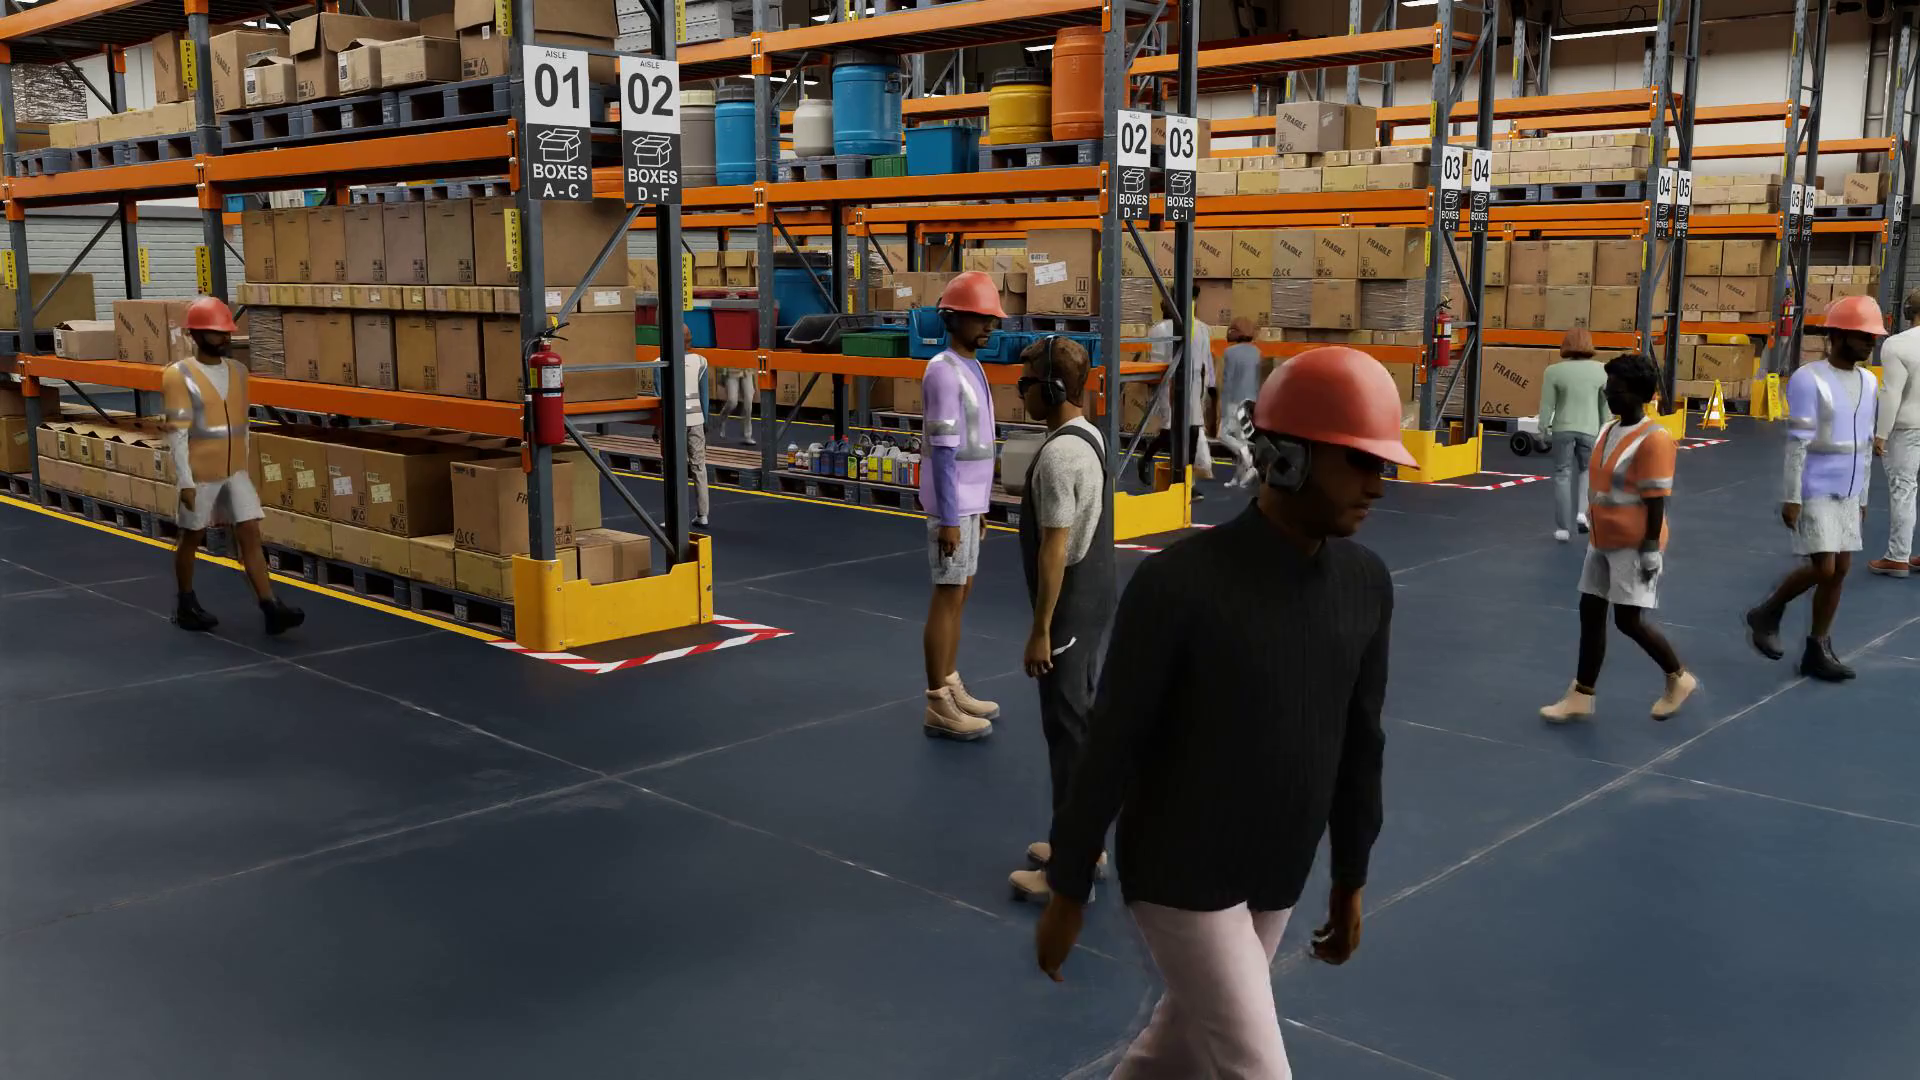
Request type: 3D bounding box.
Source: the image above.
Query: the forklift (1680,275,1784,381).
[{"bbox_3d":[12.480,-3.427,27.053,1.214,2.155,2.313,9,13,43],"label":"forklift"}]

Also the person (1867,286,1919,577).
[{"bbox_3d":[6.408,-0.724,11.143,0.629,1.936,0.371,-2,9,-9],"label":"person"}]

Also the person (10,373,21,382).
[{"bbox_3d":[-13.898,-2.802,24.120,0.309,1.859,0.535,7,12,38],"label":"person"}]

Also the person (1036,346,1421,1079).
[{"bbox_3d":[0.463,0.599,3.094,0.654,1.929,0.987,-8,12,-39],"label":"person"}]

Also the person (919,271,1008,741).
[{"bbox_3d":[0.022,-0.162,7.376,0.395,2.040,0.609,2,9,12],"label":"person"}]

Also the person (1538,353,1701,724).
[{"bbox_3d":[2.993,0.008,7.436,0.598,1.689,0.547,-1,9,-6],"label":"person"}]

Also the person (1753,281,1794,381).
[{"bbox_3d":[12.490,-3.072,25.610,0.988,1.899,0.621,-1,9,-7],"label":"person"}]

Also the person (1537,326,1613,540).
[{"bbox_3d":[4.651,-0.808,12.596,0.533,1.619,0.351,2,9,12],"label":"person"}]

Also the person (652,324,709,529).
[{"bbox_3d":[-2.197,-0.899,13.121,0.523,1.638,0.310,-9,13,-43],"label":"person"}]

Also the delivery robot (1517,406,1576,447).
[{"bbox_3d":[6.529,-1.234,18.337,0.477,0.478,0.707,-8,12,-40],"label":"delivery robot"}]

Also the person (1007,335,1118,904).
[{"bbox_3d":[0.345,0.251,5.466,0.330,1.839,0.503,3,10,15],"label":"person"}]

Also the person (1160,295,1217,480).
[{"bbox_3d":[2.198,-1.490,16.280,0.741,1.791,0.633,9,13,44],"label":"person"}]

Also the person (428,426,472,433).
[{"bbox_3d":[-5.530,-1.799,18.164,0.710,1.808,0.601,4,10,25],"label":"person"}]

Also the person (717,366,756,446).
[{"bbox_3d":[-2.628,-1.934,19.511,0.522,1.622,0.524,-8,12,-40],"label":"person"}]

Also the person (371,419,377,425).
[{"bbox_3d":[-5.798,-1.535,16.504,0.805,1.800,0.627,5,11,30],"label":"person"}]

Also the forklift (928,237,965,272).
[{"bbox_3d":[-0.326,-5.817,39.609,1.129,2.768,1.873,9,13,43],"label":"forklift"}]

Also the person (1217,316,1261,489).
[{"bbox_3d":[2.626,-1.264,15.426,0.515,1.617,0.419,-9,13,-43],"label":"person"}]

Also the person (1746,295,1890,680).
[{"bbox_3d":[4.330,-0.260,8.329,0.562,1.922,0.494,-4,10,-22],"label":"person"}]

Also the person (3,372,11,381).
[{"bbox_3d":[-13.292,-2.629,22.873,0.600,1.917,0.358,3,10,20],"label":"person"}]

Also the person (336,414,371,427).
[{"bbox_3d":[-5.568,-1.411,15.235,0.438,1.971,0.632,8,12,40],"label":"person"}]

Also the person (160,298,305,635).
[{"bbox_3d":[-4.127,-0.398,9.281,1.011,1.883,0.567,5,11,30],"label":"person"}]

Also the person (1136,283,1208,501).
[{"bbox_3d":[1.927,-1.347,14.952,0.627,1.941,0.753,-5,11,-30],"label":"person"}]
